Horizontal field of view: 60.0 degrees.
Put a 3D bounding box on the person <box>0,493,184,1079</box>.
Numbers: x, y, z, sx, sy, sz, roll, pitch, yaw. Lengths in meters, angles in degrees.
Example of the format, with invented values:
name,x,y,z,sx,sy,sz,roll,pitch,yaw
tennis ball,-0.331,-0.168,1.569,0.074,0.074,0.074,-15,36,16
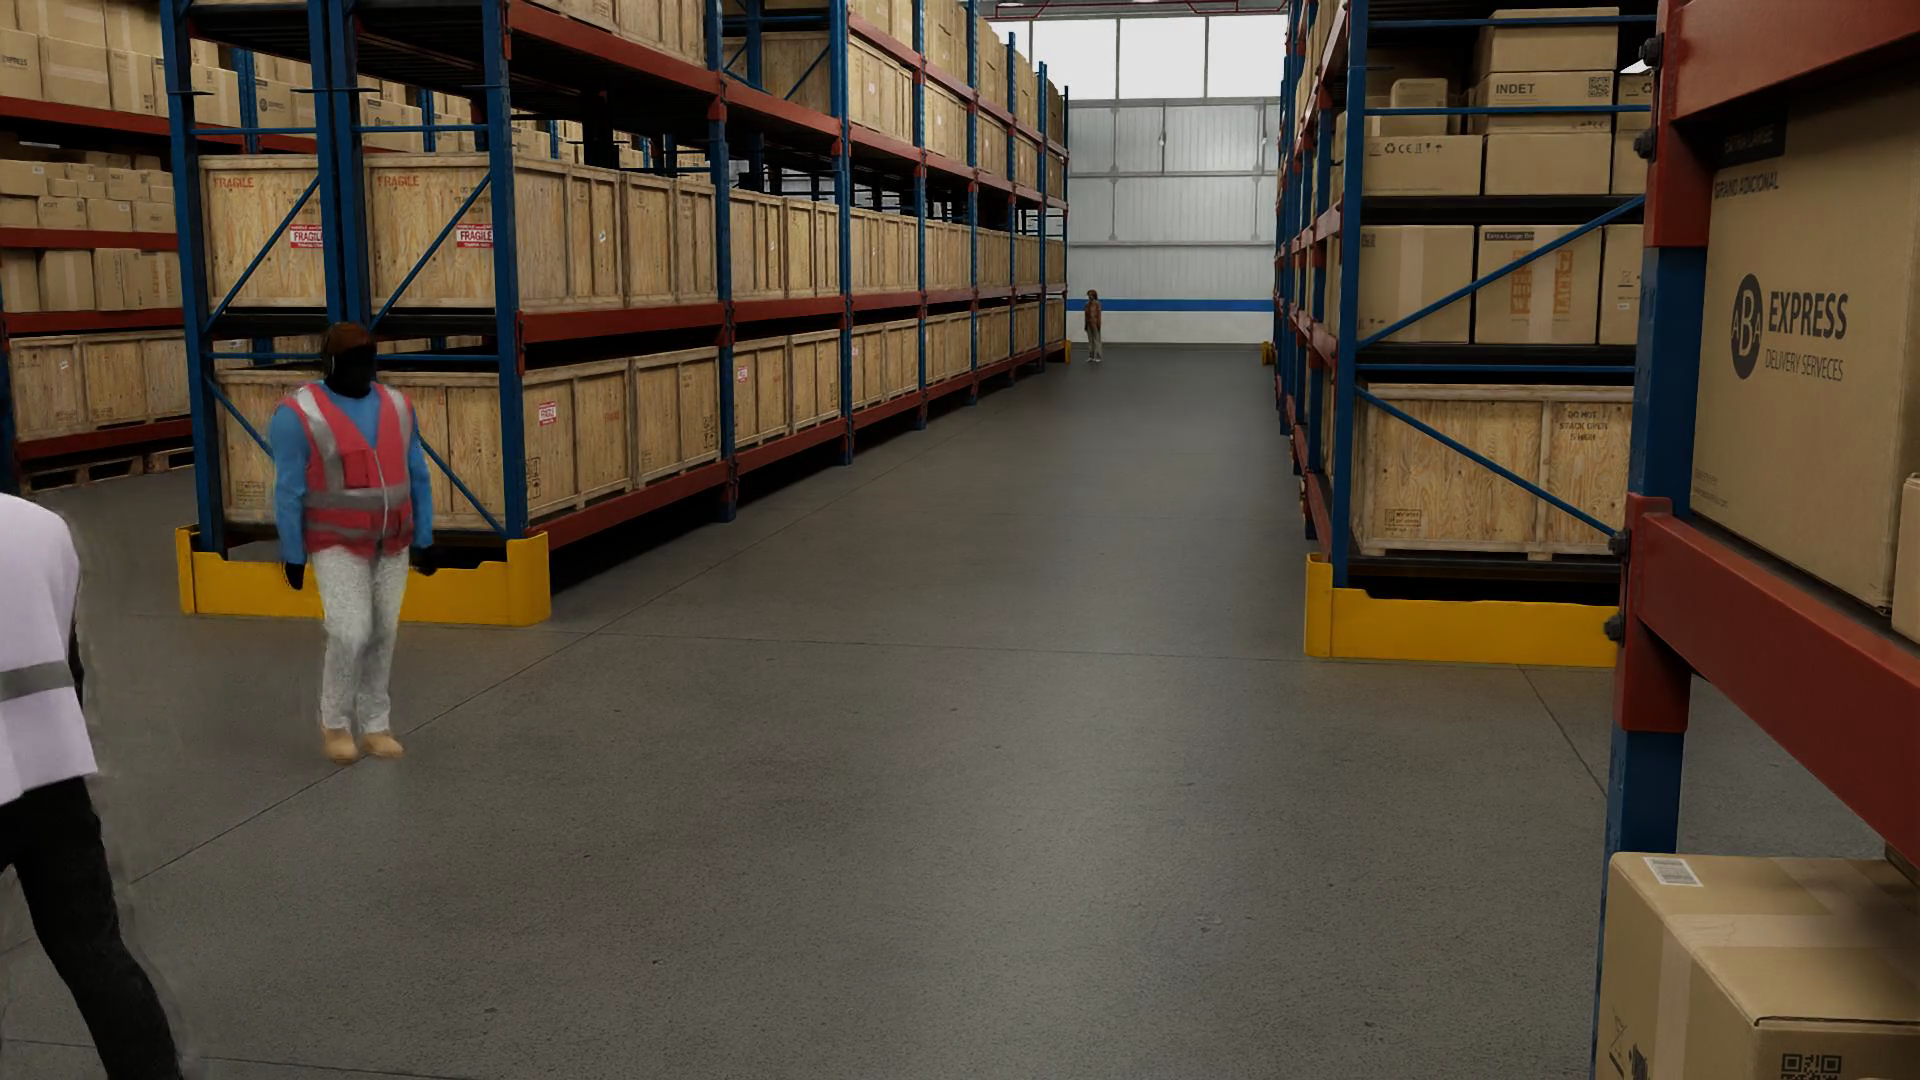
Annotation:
name,x,y,z,sx,sy,sz,roll,pitch,yaw
person,-2.066,0.544,3.582,1.088,1.833,0.593,4,10,21

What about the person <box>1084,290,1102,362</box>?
name,x,y,z,sx,sy,sz,roll,pitch,yaw
person,3.000,-4.819,37.481,0.322,1.627,0.529,-6,11,-35

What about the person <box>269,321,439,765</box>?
name,x,y,z,sx,sy,sz,roll,pitch,yaw
person,-2.462,0.019,6.845,0.454,1.829,0.628,7,12,38
